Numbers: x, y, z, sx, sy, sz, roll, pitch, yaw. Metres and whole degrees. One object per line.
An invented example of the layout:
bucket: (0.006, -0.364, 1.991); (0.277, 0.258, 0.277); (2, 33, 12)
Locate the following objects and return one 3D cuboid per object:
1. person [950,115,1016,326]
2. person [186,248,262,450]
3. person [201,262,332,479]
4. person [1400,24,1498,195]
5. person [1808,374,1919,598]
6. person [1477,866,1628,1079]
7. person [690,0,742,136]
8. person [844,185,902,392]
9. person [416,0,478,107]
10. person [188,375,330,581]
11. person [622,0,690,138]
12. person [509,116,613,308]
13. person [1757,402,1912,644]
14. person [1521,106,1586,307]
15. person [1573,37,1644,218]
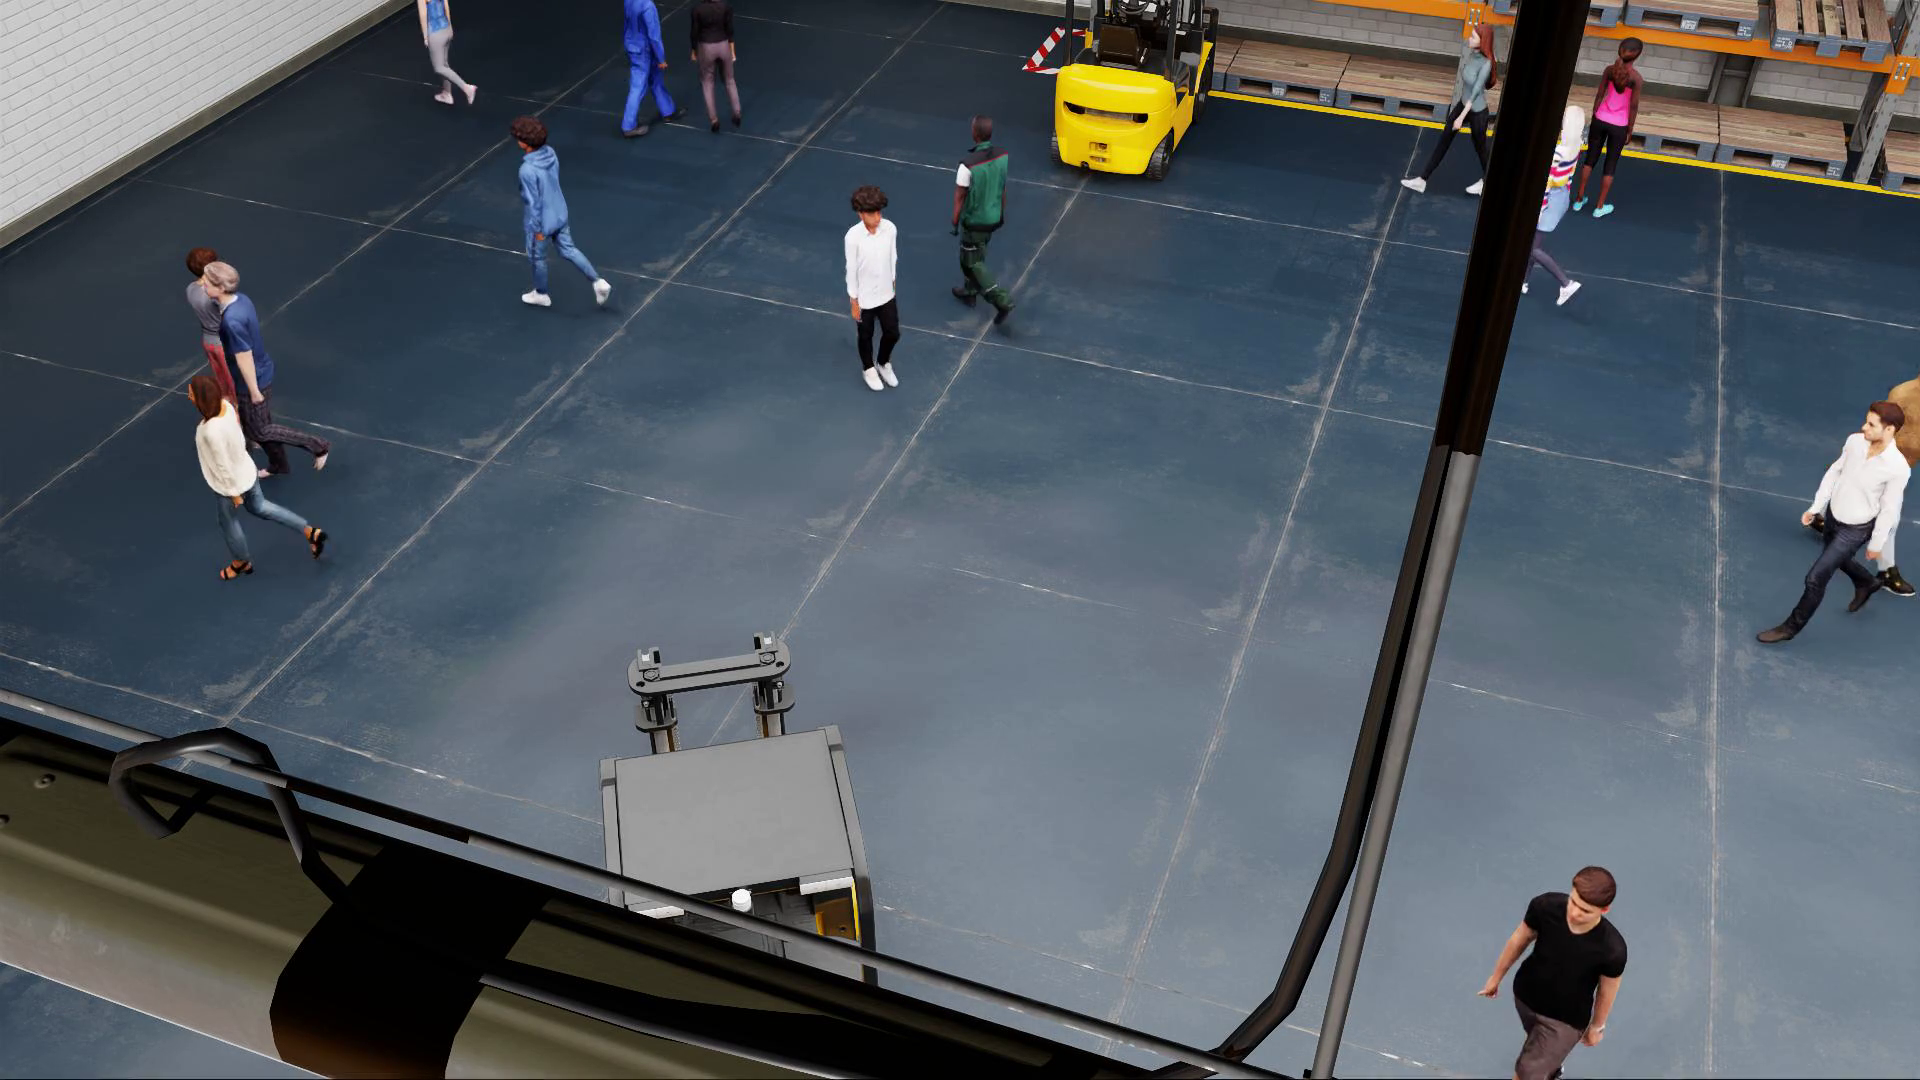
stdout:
person: (0.205, -2.680, 14.068); (0.967, 1.821, 1.183); (-31, 48, -33)
person: (-5.603, -1.457, 12.676); (0.523, 1.648, 0.672); (20, 43, 23)
person: (-5.086, -1.194, 12.186); (1.023, 1.849, 0.938); (-11, 40, -13)
person: (4.955, -4.042, 15.883); (1.209, 1.685, 0.952); (-5, 39, -7)
person: (6.371, -0.583, 11.483); (1.154, 1.772, 1.232); (-17, 42, -20)
person: (2.900, 2.174, 7.998); (1.159, 1.812, 1.219); (-25, 45, -28)
person: (-2.520, -4.922, 17.003); (0.709, 1.662, 0.754); (-16, 41, -19)
person: (-0.741, -2.029, 13.273); (0.740, 1.798, 0.796); (-17, 42, -20)
person: (-5.451, -5.316, 17.553); (0.922, 1.592, 0.602); (16, 41, 20)
person: (-4.873, -0.433, 11.383); (1.113, 1.662, 0.892); (-4, 39, -5)
person: (-3.332, -4.961, 16.959); (1.160, 1.779, 1.095); (-19, 42, -22)
person: (-3.456, -2.760, 14.200); (1.093, 1.783, 0.721); (16, 41, 19)
person: (5.865, -0.116, 10.851); (1.278, 1.831, 1.107); (-10, 40, -12)
person: (5.147, -2.847, 14.304); (0.910, 1.789, 1.098); (-31, 48, -33)
person: (6.127, -3.903, 15.679); (0.608, 1.722, 0.710); (32, 48, 33)
